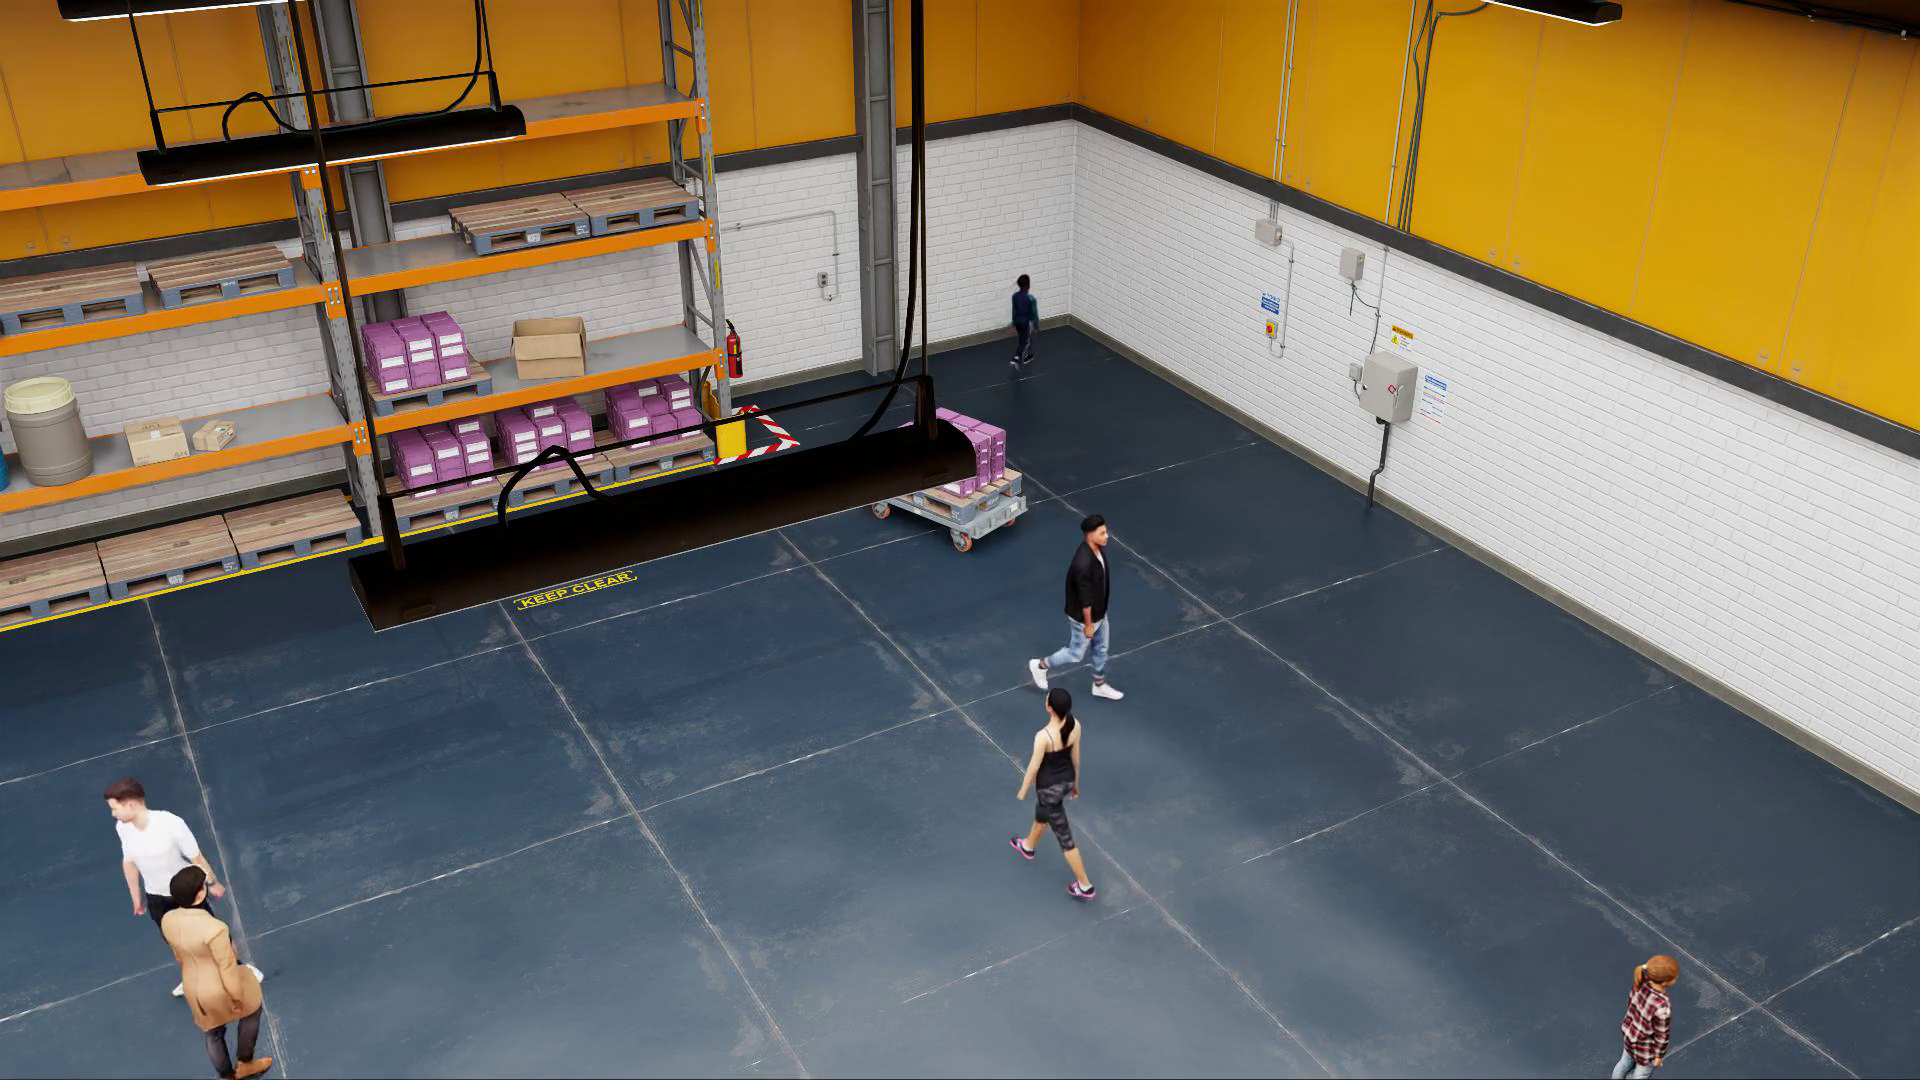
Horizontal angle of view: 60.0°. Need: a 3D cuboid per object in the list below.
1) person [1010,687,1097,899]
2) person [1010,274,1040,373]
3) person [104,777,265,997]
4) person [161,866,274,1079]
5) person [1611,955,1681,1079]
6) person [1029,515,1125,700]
[{"bbox_3d":[0.758,1.901,12.251,1.128,1.681,0.803,-23,36,-35],"label":"person"},{"bbox_3d":[0.801,-2.771,21.277,0.733,1.241,0.926,18,33,29],"label":"person"},{"bbox_3d":[-5.275,2.342,11.301,0.846,1.816,0.996,-3,29,-6],"label":"person"},{"bbox_3d":[-4.762,2.843,10.486,0.812,1.717,0.871,8,30,14],"label":"person"},{"bbox_3d":[4.283,3.113,10.423,0.606,1.304,0.600,-4,29,-7],"label":"person"},{"bbox_3d":[1.023,0.593,14.534,1.143,1.791,1.144,11,31,20],"label":"person"}]
